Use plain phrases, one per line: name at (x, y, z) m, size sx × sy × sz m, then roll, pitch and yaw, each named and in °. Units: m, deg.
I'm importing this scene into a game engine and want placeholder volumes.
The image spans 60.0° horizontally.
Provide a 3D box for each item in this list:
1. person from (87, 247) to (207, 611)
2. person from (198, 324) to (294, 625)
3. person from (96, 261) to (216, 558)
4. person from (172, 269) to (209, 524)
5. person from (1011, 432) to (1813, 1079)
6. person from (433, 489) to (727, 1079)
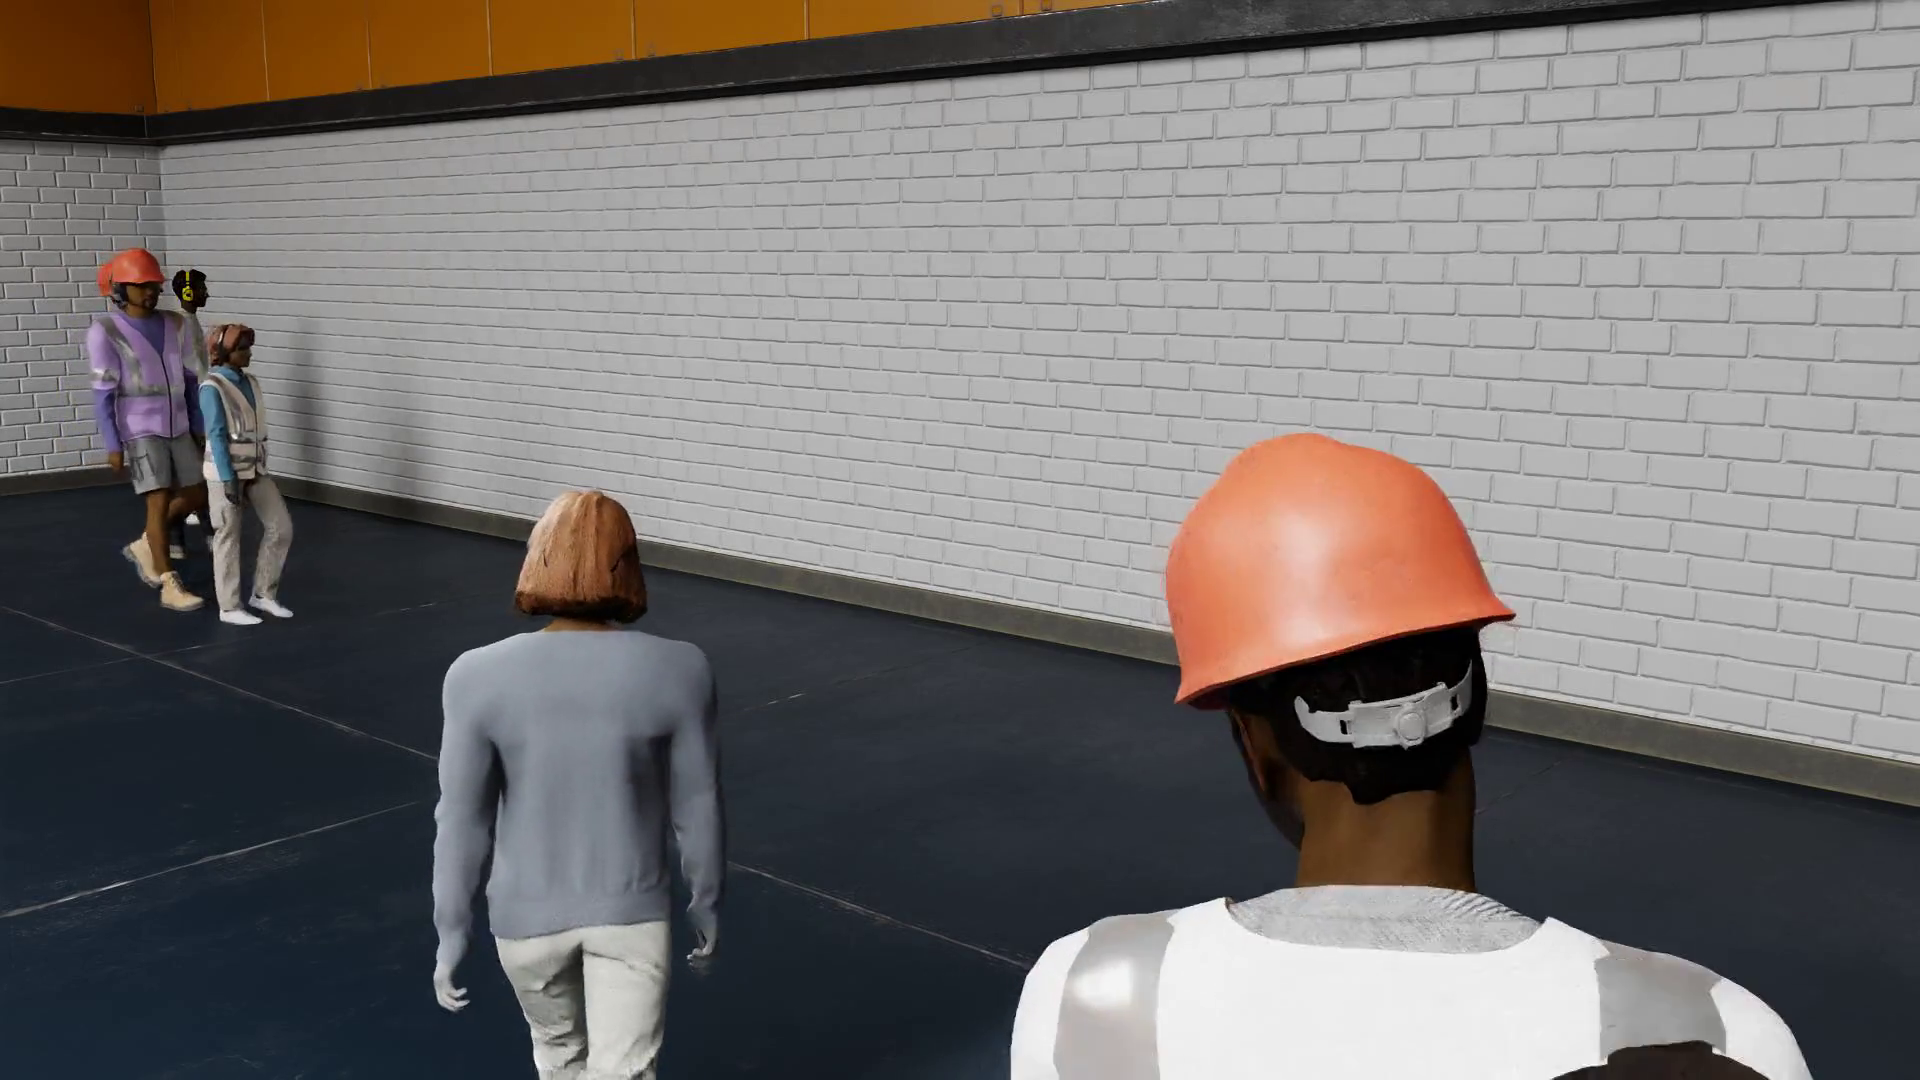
person at (-4.550, -0.625, 9.370) m, size 0.720 × 2.026 × 0.659 m, roll 5°, pitch 11°, yaw 26°
person at (-3.795, -0.332, 8.850) m, size 0.502 × 1.619 × 0.531 m, roll 2°, pitch 10°, yaw 10°
person at (-5.212, -0.831, 10.817) m, size 0.721 × 1.933 × 0.385 m, roll -5°, pitch 11°, yaw -26°
person at (-5.640, -1.050, 12.252) m, size 0.310 × 1.868 × 0.534 m, roll -6°, pitch 12°, yaw -33°
person at (0.371, 0.862, 1.322) m, size 0.623 × 1.882 × 0.816 m, roll 3°, pitch 11°, yaw 18°
person at (-0.691, 0.712, 3.038) m, size 0.528 × 1.580 × 0.887 m, roll -1°, pitch 10°, yaw -6°
